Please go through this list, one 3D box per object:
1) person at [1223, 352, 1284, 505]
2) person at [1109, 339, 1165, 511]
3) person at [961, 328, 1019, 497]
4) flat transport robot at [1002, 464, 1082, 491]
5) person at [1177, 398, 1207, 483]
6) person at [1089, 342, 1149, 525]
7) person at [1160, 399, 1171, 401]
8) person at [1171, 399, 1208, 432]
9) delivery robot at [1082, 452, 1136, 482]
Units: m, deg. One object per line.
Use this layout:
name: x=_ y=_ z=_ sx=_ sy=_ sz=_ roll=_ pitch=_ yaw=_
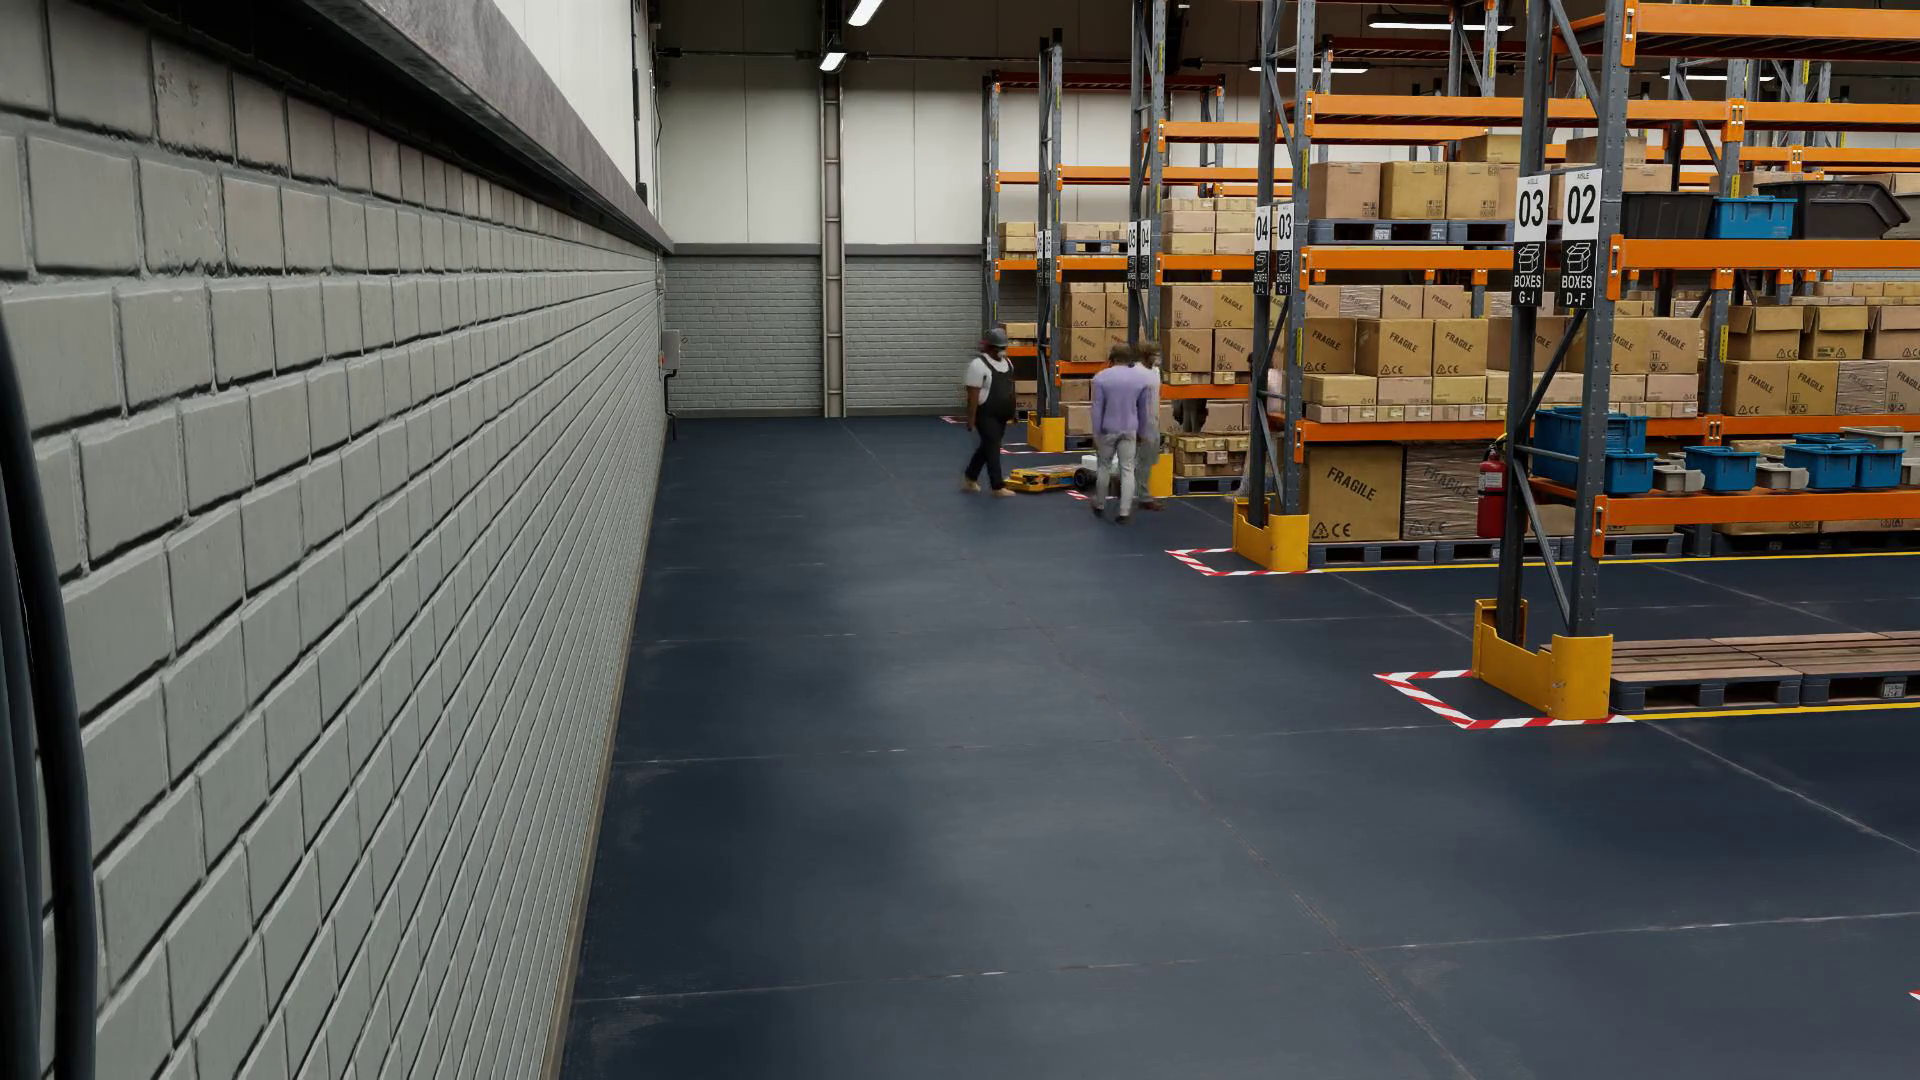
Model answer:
person: x=3.401 y=-1.219 z=18.510 sx=0.957 sy=1.778 sz=0.642 roll=9 pitch=13 yaw=44
person: x=1.944 y=-1.267 z=18.380 sx=0.655 sy=1.907 sz=0.680 roll=5 pitch=11 yaw=29
person: x=0.307 y=-1.552 z=19.720 sx=0.925 sy=2.000 sz=0.699 roll=7 pitch=11 yaw=36
flat transport robot: x=1.209 y=-0.777 z=20.382 sx=1.431 sy=0.197 sz=0.652 roll=-7 pitch=11 yaw=-36
person: x=2.865 y=-1.598 z=20.574 sx=0.333 sy=1.860 sz=0.510 roll=-5 pitch=10 yaw=-26
person: x=1.649 y=-1.140 z=17.630 sx=0.643 sy=1.894 sz=0.964 roll=-2 pitch=9 yaw=-9
person: x=3.216 y=-2.409 z=26.212 sx=0.891 sy=1.652 sz=0.530 roll=-1 pitch=9 yaw=-9
person: x=2.930 y=-1.719 z=21.323 sx=0.686 sy=1.857 sz=0.356 roll=-8 pitch=12 yaw=-40
delivery robot: x=1.782 y=-0.889 z=19.911 sx=0.477 sy=0.478 sz=0.707 roll=-7 pitch=11 yaw=-36
